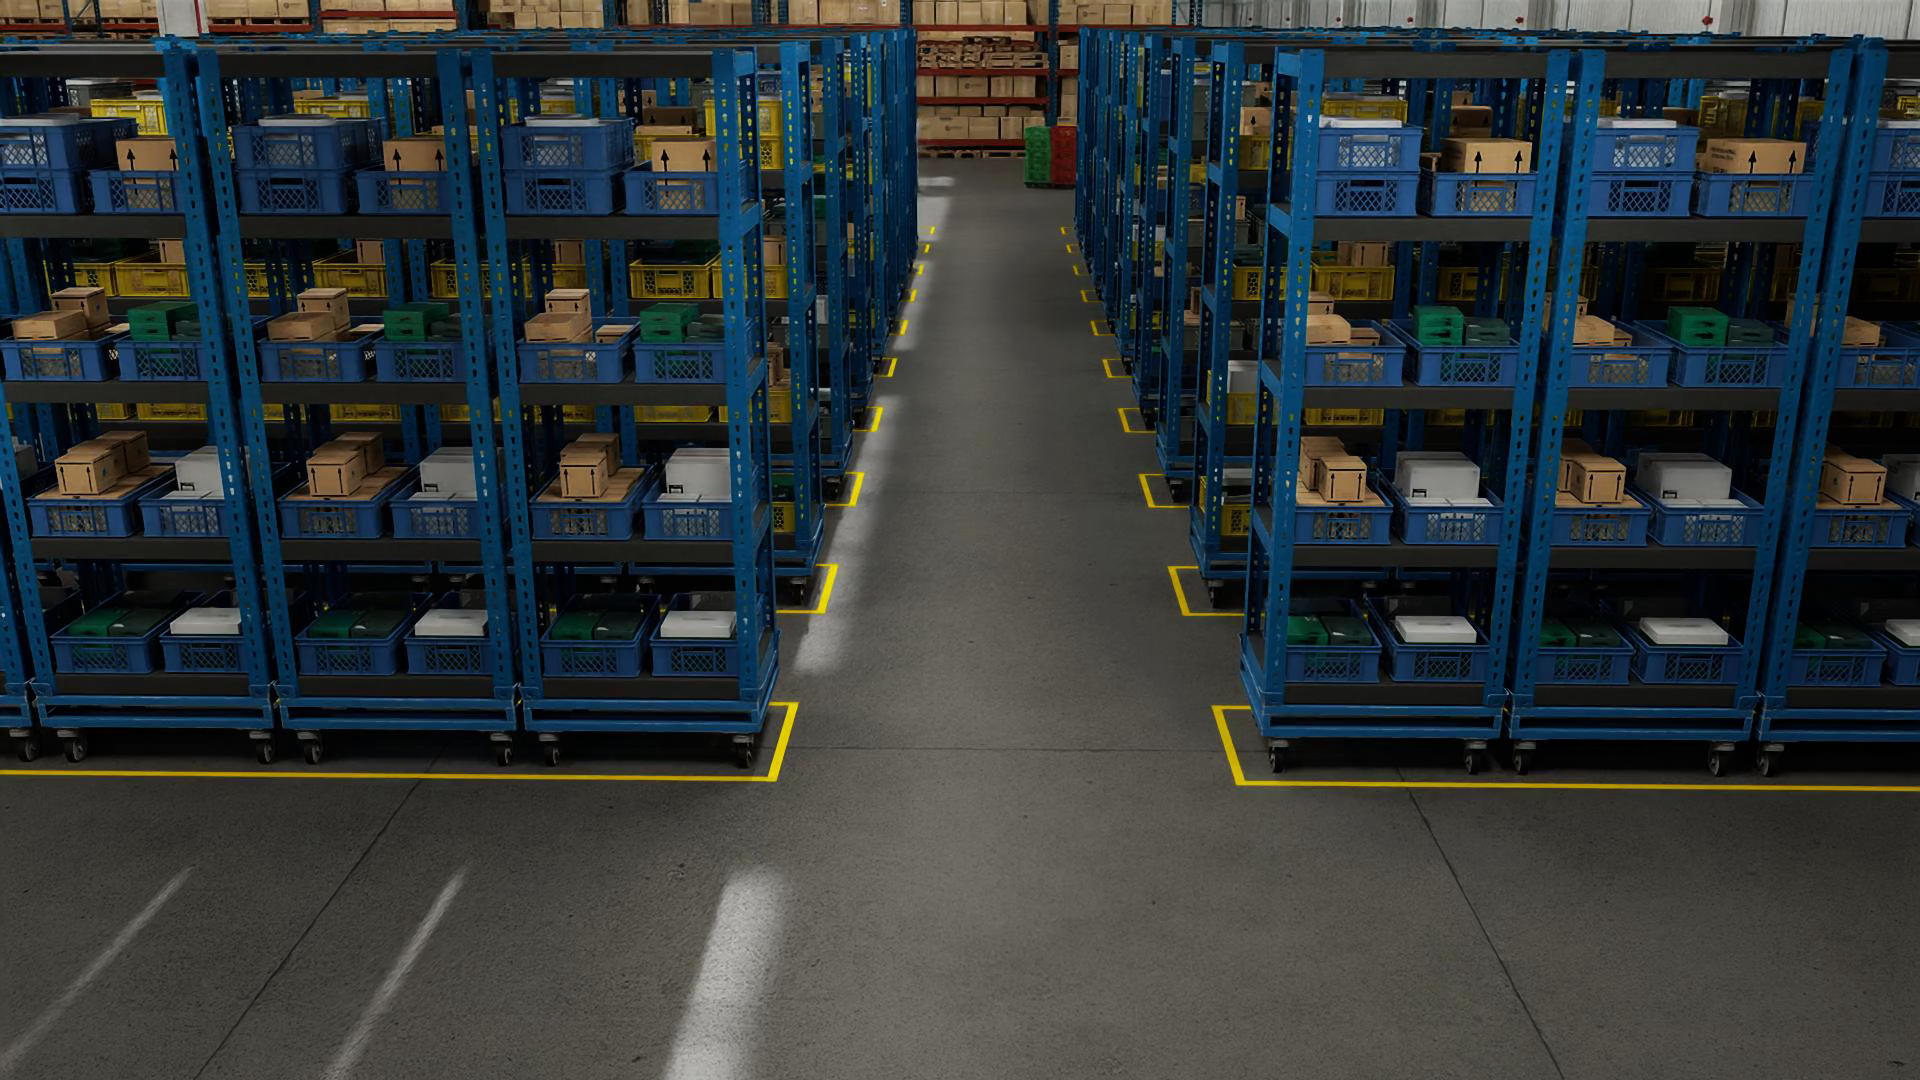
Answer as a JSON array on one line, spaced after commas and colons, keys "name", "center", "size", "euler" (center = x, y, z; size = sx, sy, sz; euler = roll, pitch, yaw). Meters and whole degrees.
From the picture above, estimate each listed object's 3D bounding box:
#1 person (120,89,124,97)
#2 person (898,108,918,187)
[{"name": "person", "center": [-22.135, -11.066, 44.479], "size": [0.547, 1.923, 0.560], "euler": [0, 17, -1]}, {"name": "person", "center": [-1.243, -8.528, 36.390], "size": [0.614, 1.922, 0.782], "euler": [11, 20, 30]}]
